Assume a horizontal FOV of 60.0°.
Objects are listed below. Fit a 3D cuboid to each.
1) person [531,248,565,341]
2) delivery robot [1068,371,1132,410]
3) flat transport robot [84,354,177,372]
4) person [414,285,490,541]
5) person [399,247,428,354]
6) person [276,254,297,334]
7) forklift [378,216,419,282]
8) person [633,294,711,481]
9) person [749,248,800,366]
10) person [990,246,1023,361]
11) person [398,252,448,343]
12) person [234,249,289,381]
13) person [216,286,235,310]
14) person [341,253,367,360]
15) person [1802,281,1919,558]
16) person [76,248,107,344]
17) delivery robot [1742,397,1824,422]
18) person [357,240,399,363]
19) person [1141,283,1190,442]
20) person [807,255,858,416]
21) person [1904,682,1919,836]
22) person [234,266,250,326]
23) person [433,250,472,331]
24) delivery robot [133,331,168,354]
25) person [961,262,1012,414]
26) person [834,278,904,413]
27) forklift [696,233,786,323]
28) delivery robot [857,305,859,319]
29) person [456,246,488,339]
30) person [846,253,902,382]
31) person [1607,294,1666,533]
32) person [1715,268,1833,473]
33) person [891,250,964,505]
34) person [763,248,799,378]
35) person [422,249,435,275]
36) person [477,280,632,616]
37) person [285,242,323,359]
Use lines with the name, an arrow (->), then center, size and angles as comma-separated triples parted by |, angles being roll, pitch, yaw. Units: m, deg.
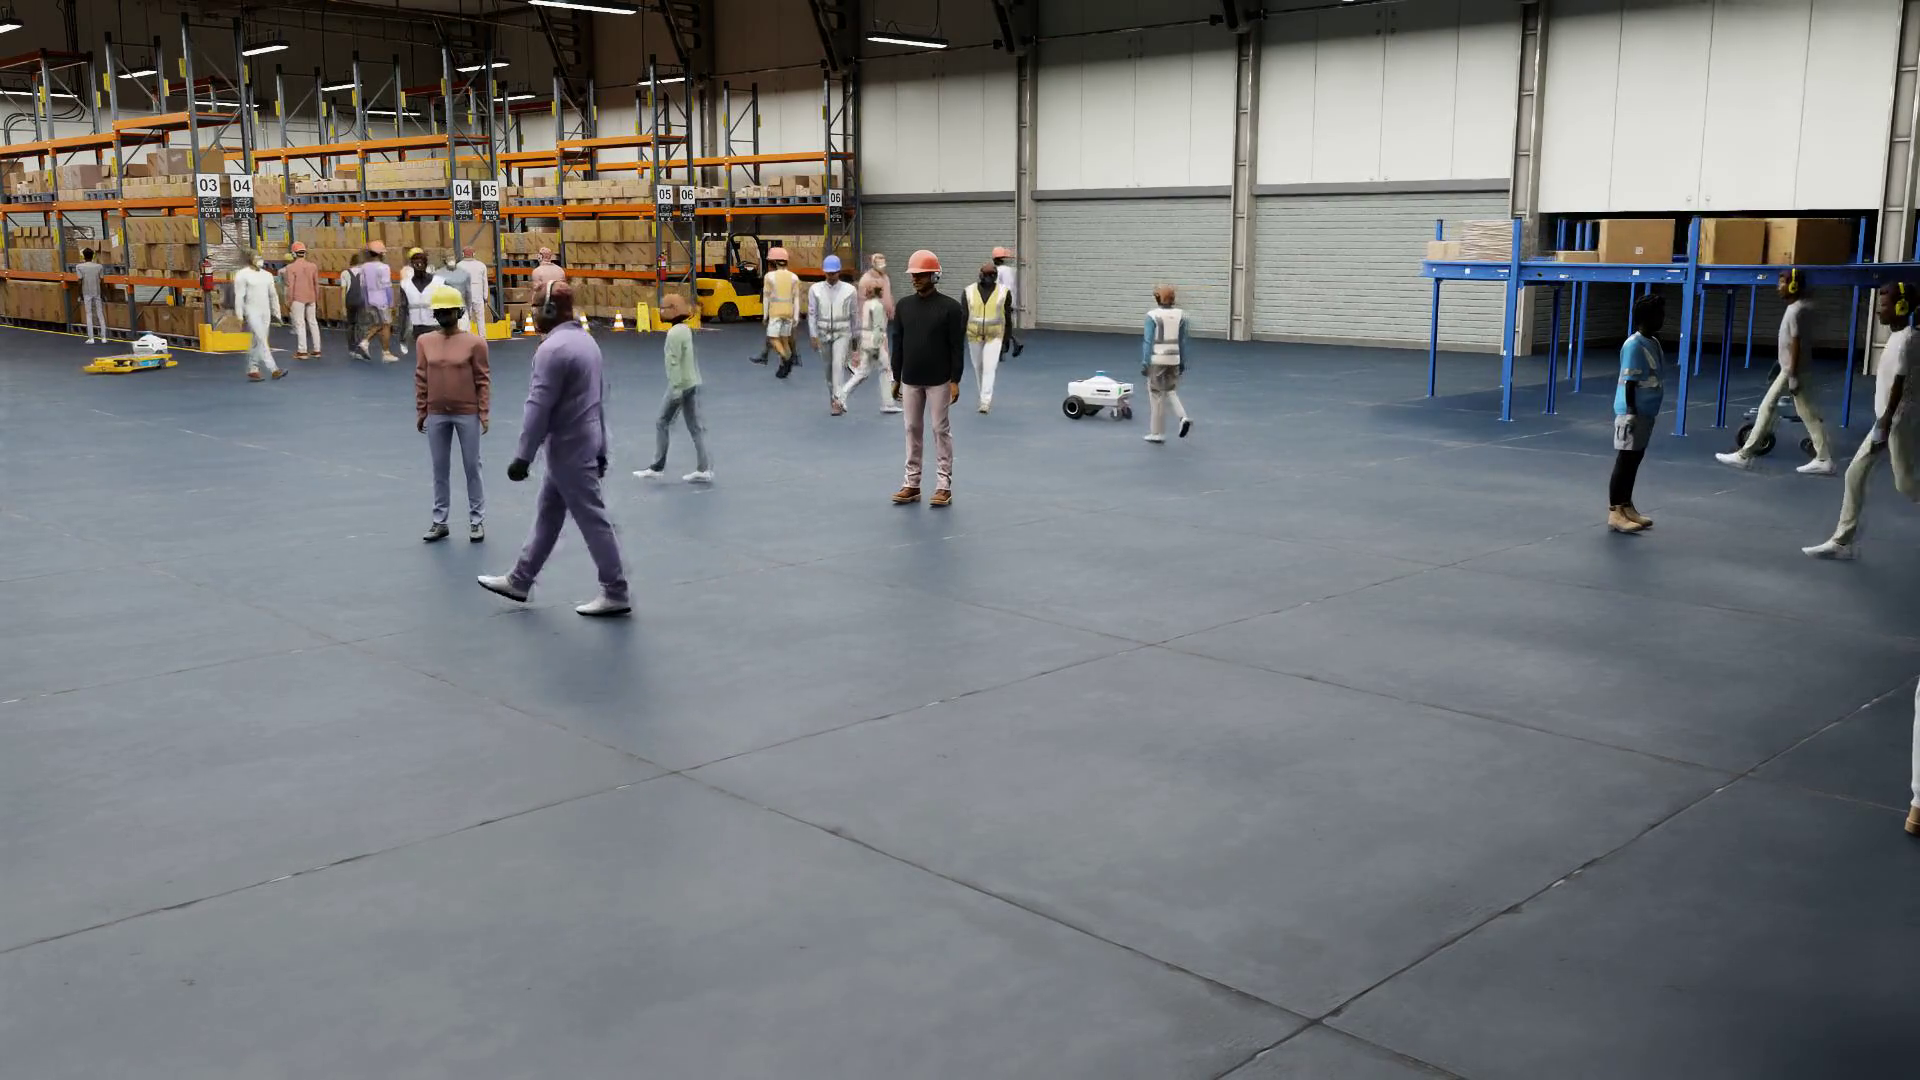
person -> -6.686, -3.768, 26.936 | 0.405, 1.911, 0.636 | 7, 12, 33
delivery robot -> 1.629, -1.724, 19.345 | 0.707, 0.478, 0.477 | 6, 12, 30
flat transport robot -> -13.108, -2.813, 26.313 | 0.652, 0.197, 1.431 | 1, 10, 7
person -> -3.520, -0.874, 11.544 | 0.523, 1.769, 0.319 | 0, 10, 2
person -> -9.405, -4.097, 28.720 | 0.642, 1.901, 0.592 | 6, 12, 30
person -> -14.432, -5.283, 35.753 | 0.507, 1.695, 0.885 | -10, 14, -43
forklift -> -17.868, -9.201, 54.028 | 1.873, 2.768, 1.129 | -10, 14, -44
person -> -2.500, -1.299, 14.302 | 0.750, 1.603, 0.523 | 1, 10, 8
person -> -3.031, -3.755, 26.894 | 0.916, 1.898, 0.552 | -1, 10, -7
person -> 0.732, -3.992, 28.114 | 0.547, 1.925, 0.545 | 8, 13, 37
person -> -6.784, -2.667, 20.982 | 0.632, 1.878, 0.908 | 0, 10, 1
person -> -10.060, -3.240, 24.077 | 0.957, 1.896, 0.656 | 5, 11, 23
person -> -17.389, -6.017, 39.472 | 0.629, 1.809, 0.519 | 0, 10, -2
person -> -10.362, -4.028, 28.648 | 0.497, 1.794, 0.924 | -3, 11, -13
person -> 6.108, -0.753, 10.743 | 0.948, 1.829, 0.511 | 3, 11, 18
person -> -17.010, -4.783, 32.579 | 0.532, 1.869, 0.311 | -9, 14, -41
delivery robot -> 8.042, -1.285, 16.242 | 0.698, 0.223, 0.335 | 2, 11, 13
person -> -9.679, -3.950, 27.628 | 0.610, 2.029, 0.573 | 7, 12, 32
person -> 2.095, -1.801, 16.991 | 0.519, 1.628, 0.413 | -7, 13, -34
person -> -1.523, -2.489, 20.047 | 0.603, 1.900, 1.020 | 0, 10, 2
person -> 3.515, 0.169, 5.649 | 0.429, 1.843, 0.629 | 1, 10, 3
person -> -16.718, -5.854, 38.888 | 0.540, 1.695, 0.317 | -3, 11, -15
person -> -8.090, -3.673, 26.509 | 0.630, 1.888, 1.045 | -6, 12, -28
delivery robot -> -13.300, -3.185, 27.313 | 0.477, 0.478, 0.707 | -1, 10, -8
person -> 0.308, -2.464, 20.158 | 0.636, 1.803, 0.974 | 2, 11, 8
person -> -1.091, -2.307, 19.795 | 0.781, 1.612, 0.523 | -4, 11, -21
forklift -> -5.496, -6.489, 41.108 | 2.313, 2.155, 1.214 | -10, 14, -44
delivery robot -> -2.557, -5.479, 39.820 | 0.477, 0.478, 0.707 | -2, 10, -10
person -> -9.250, -4.597, 31.464 | 0.643, 1.908, 0.410 | -5, 12, -27
person -> -1.284, -3.256, 24.311 | 0.943, 1.861, 0.704 | 6, 12, 30
person -> 4.883, -0.917, 11.963 | 0.318, 1.695, 0.539 | 8, 13, 37
person -> 7.425, -1.522, 14.936 | 0.972, 1.819, 0.541 | 8, 13, 36
person -> -0.271, -1.275, 13.100 | 0.622, 1.993, 0.382 | 5, 12, 26
person -> -2.621, -3.350, 24.617 | 0.545, 1.923, 0.702 | -5, 12, -26
person -> -10.755, -4.922, 33.461 | 0.983, 1.823, 0.562 | 8, 13, 37
person -> -2.306, -0.501, 9.275 | 0.991, 1.857, 0.643 | 0, 10, 1
person -> -11.333, -4.130, 28.693 | 0.445, 1.991, 0.634 | 7, 13, 34
